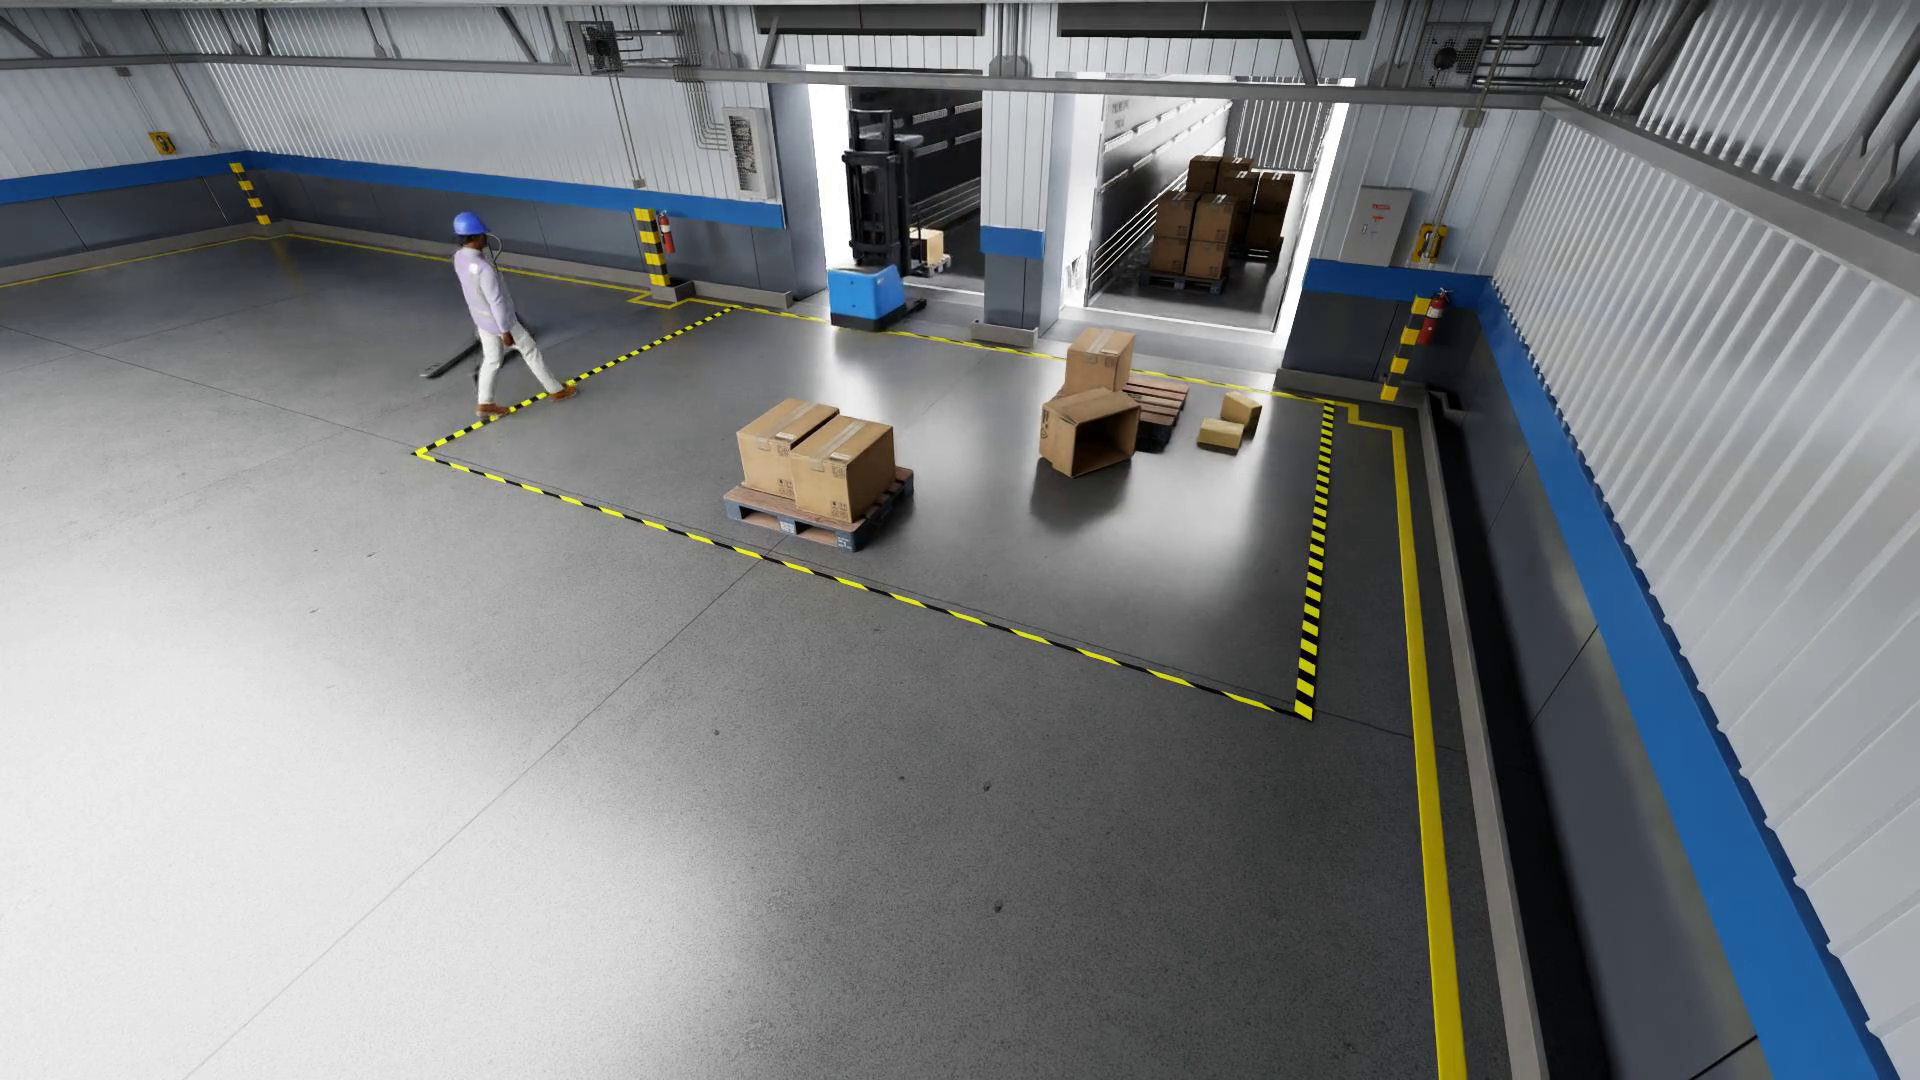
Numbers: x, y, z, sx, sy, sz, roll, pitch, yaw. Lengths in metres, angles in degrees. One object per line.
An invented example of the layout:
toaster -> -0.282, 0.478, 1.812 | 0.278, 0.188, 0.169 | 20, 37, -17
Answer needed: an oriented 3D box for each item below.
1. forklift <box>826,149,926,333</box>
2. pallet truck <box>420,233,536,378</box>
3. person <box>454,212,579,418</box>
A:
forklift -> -1.174, -3.698, 9.119 | 0.716, 2.013, 0.776 | 15, 38, 20
pallet truck -> -5.664, -2.712, 8.427 | 0.680, 1.201, 1.601 | 0, 35, -1
person -> -4.441, -2.133, 7.049 | 0.613, 1.901, 0.991 | 21, 41, 27
